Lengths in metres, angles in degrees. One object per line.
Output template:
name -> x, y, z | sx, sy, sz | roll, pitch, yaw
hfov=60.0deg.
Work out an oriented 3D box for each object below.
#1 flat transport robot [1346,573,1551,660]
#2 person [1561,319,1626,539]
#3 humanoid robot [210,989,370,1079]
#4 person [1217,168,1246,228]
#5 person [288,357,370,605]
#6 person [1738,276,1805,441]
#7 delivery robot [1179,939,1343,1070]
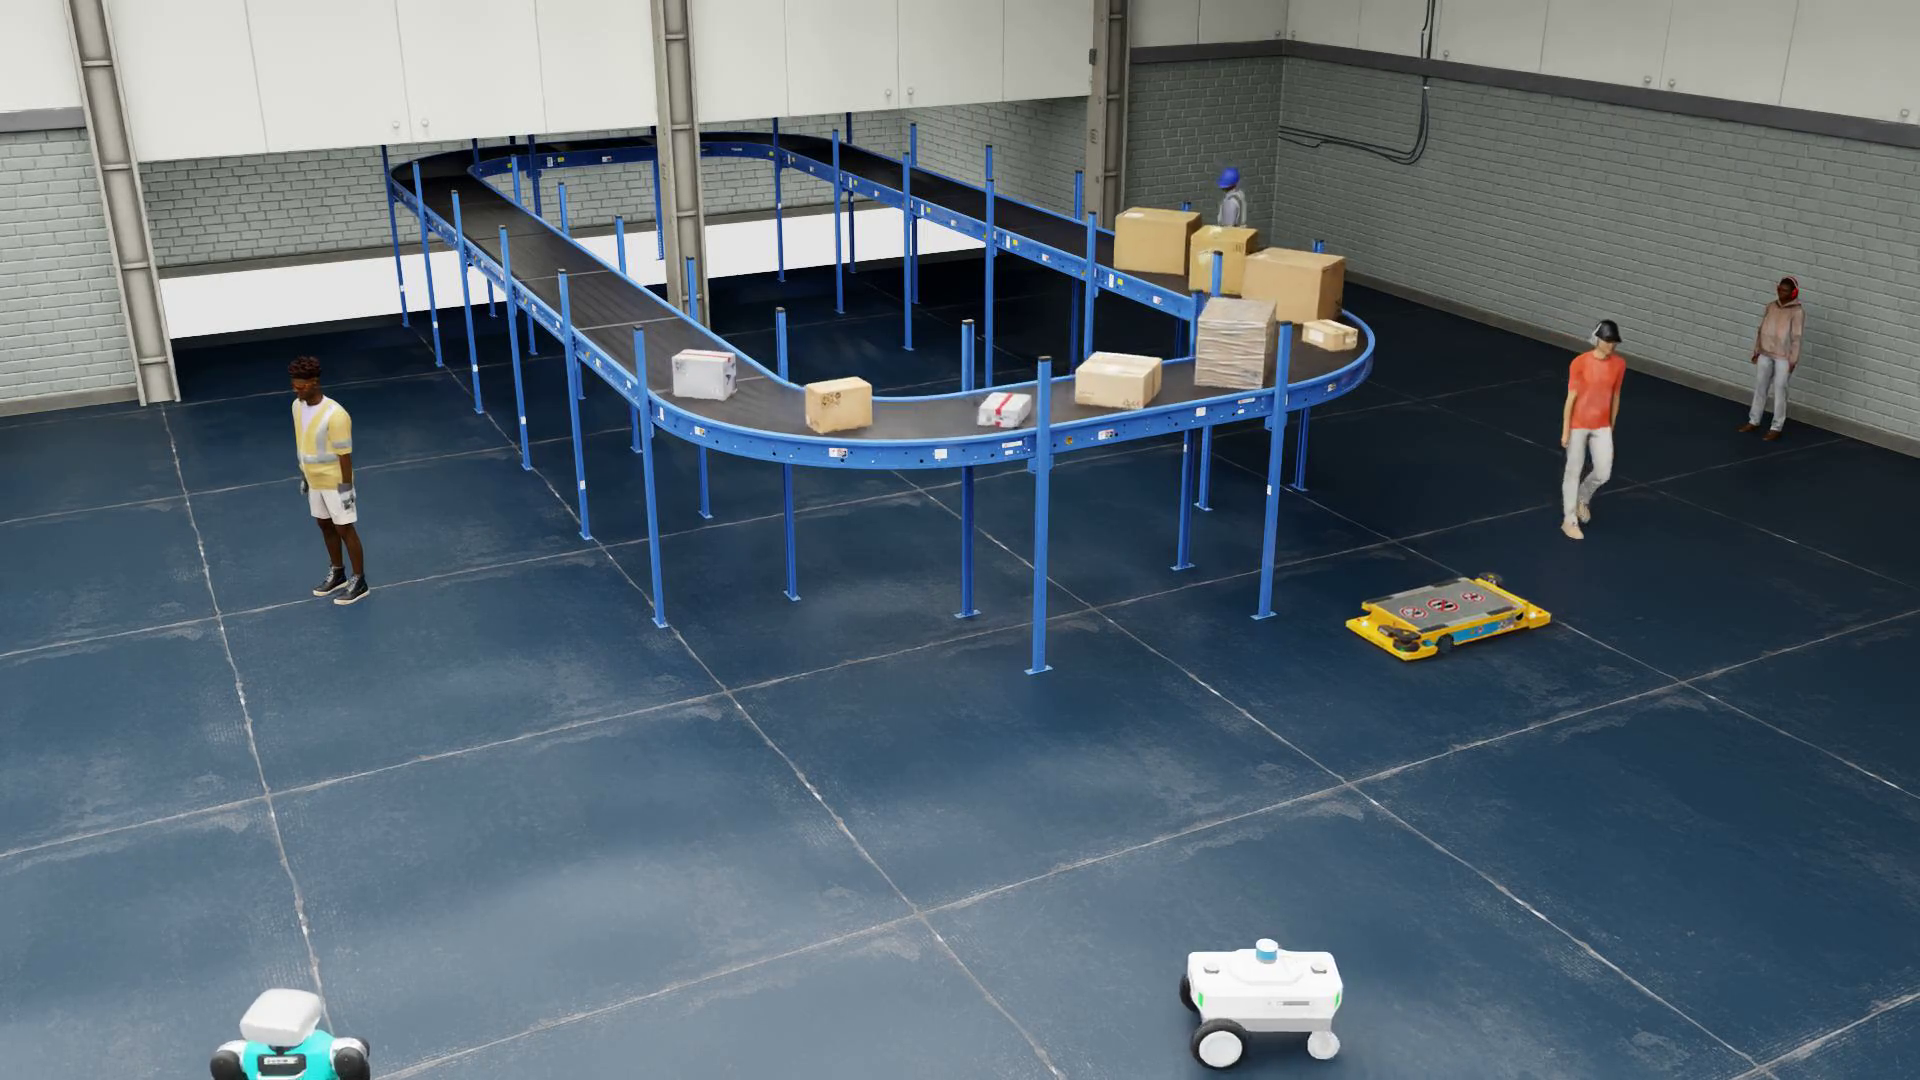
flat transport robot -> 3.667, 0.570, 12.465 | 1.431, 0.231, 0.659 | -11, 25, -26
person -> 5.310, -0.940, 14.032 | 0.493, 1.901, 0.492 | 0, 22, 0
humanoid robot -> -2.301, 2.433, 5.732 | 0.531, 1.673, 0.738 | 0, 22, -1
person -> 3.429, -3.774, 21.050 | 0.381, 1.899, 0.658 | 8, 23, 19
person -> -4.868, -0.469, 12.787 | 0.604, 1.958, 0.370 | 16, 27, 34
person -> 8.121, -1.815, 16.524 | 0.311, 1.647, 0.471 | -11, 24, -25
delivery robot -> 1.439, 2.215, 8.044 | 0.808, 0.614, 0.499 | 0, 22, 0
